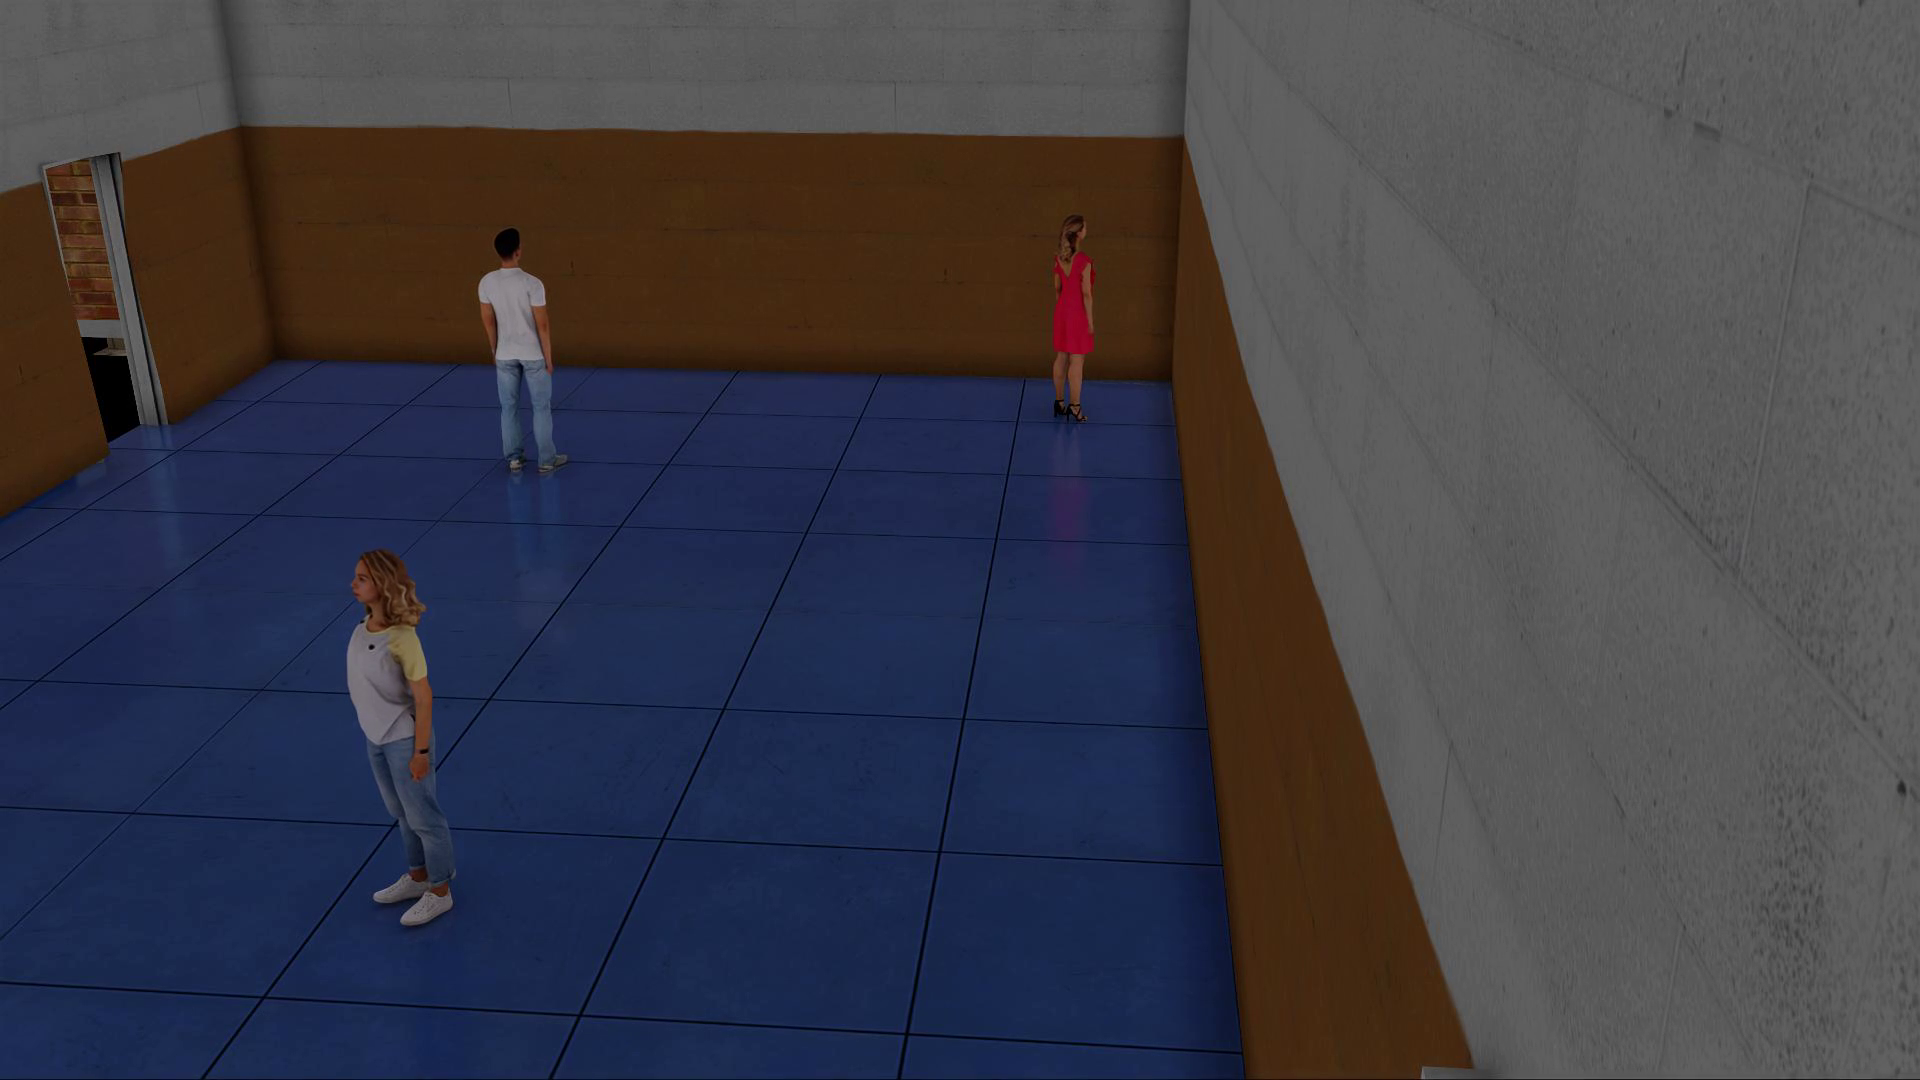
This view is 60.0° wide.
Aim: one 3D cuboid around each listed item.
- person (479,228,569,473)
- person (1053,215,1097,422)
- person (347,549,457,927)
[{"bbox_3d":[-3.323,-1.424,12.582,0.510,1.866,0.739,3,22,8],"label":"person"},{"bbox_3d":[0.928,-1.848,13.821,0.715,1.729,0.662,-16,27,-34],"label":"person"},{"bbox_3d":[-2.390,0.838,7.124,0.768,1.723,0.694,-20,29,-40],"label":"person"}]
